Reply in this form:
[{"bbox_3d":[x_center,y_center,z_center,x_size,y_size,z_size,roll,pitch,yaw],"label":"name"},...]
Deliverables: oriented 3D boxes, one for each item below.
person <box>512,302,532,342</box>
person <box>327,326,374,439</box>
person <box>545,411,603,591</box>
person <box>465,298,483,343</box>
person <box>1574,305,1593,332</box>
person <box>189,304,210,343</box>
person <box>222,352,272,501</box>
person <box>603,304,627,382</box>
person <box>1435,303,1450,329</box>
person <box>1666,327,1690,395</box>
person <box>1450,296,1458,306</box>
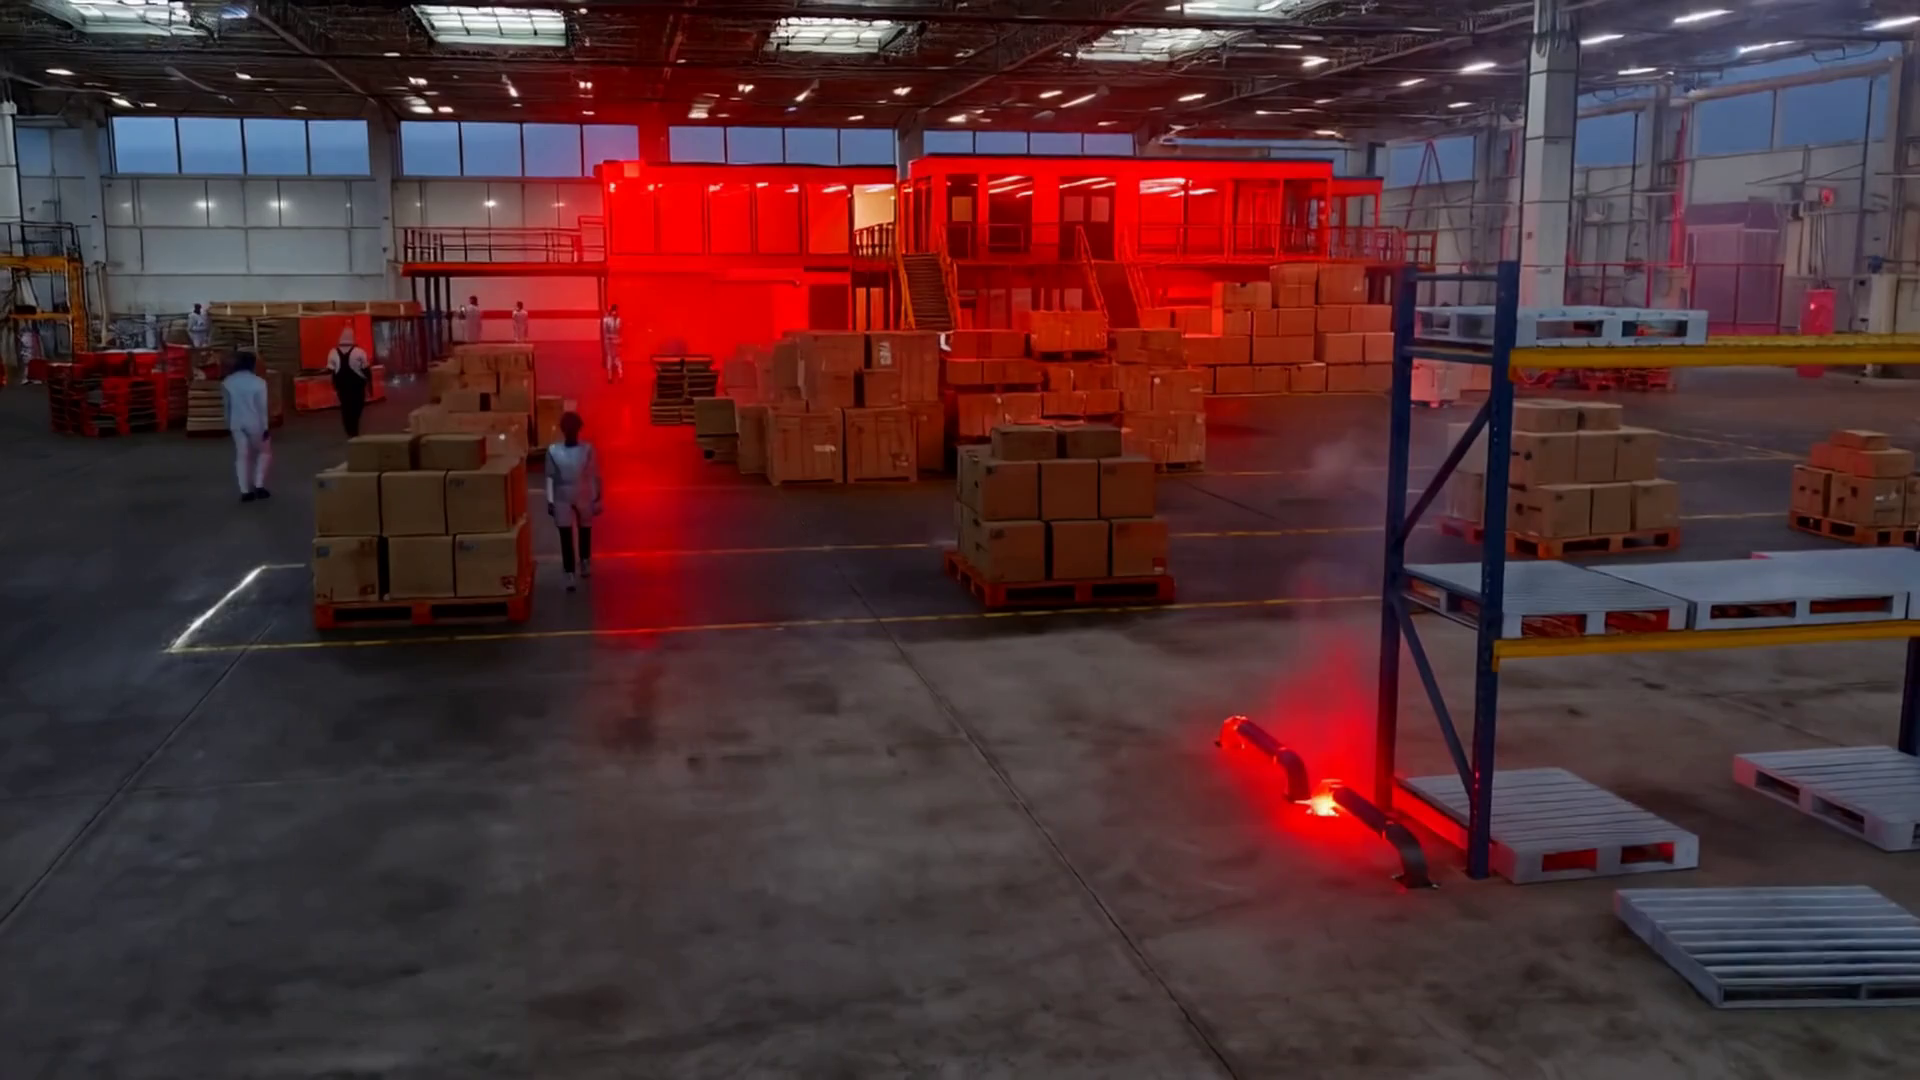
[{"bbox_3d":[-14.126,-6.720,53.612,0.559,1.887,0.993,-5,10,-27],"label":"person"},{"bbox_3d":[-10.349,-2.653,28.349,0.682,2.000,1.022,0,9,-1],"label":"person"},{"bbox_3d":[-3.653,-0.402,15.767,0.534,1.669,0.826,-2,10,-12],"label":"person"},{"bbox_3d":[-18.023,-8.034,61.687,0.625,1.872,1.006,-6,11,-33],"label":"person"},{"bbox_3d":[18.797,-6.154,50.192,1.013,1.885,0.562,-7,12,-38],"label":"person"},{"bbox_3d":[-23.168,-6.237,50.669,0.575,1.883,0.356,-2,9,-10],"label":"person"},{"bbox_3d":[-9.176,-1.457,21.456,0.629,1.921,0.490,1,9,6],"label":"person"},{"bbox_3d":[-9.026,-5.145,43.549,0.609,2.036,0.402,-2,9,-10],"label":"person"},{"bbox_3d":[16.185,-7.012,55.593,0.631,1.827,0.631,8,12,39],"label":"person"},{"bbox_3d":[16.901,-4.367,39.020,0.769,1.969,0.626,-4,10,-21],"label":"person"},{"bbox_3d":[18.137,-8.014,61.352,0.644,1.927,0.611,0,9,-2],"label":"person"}]
